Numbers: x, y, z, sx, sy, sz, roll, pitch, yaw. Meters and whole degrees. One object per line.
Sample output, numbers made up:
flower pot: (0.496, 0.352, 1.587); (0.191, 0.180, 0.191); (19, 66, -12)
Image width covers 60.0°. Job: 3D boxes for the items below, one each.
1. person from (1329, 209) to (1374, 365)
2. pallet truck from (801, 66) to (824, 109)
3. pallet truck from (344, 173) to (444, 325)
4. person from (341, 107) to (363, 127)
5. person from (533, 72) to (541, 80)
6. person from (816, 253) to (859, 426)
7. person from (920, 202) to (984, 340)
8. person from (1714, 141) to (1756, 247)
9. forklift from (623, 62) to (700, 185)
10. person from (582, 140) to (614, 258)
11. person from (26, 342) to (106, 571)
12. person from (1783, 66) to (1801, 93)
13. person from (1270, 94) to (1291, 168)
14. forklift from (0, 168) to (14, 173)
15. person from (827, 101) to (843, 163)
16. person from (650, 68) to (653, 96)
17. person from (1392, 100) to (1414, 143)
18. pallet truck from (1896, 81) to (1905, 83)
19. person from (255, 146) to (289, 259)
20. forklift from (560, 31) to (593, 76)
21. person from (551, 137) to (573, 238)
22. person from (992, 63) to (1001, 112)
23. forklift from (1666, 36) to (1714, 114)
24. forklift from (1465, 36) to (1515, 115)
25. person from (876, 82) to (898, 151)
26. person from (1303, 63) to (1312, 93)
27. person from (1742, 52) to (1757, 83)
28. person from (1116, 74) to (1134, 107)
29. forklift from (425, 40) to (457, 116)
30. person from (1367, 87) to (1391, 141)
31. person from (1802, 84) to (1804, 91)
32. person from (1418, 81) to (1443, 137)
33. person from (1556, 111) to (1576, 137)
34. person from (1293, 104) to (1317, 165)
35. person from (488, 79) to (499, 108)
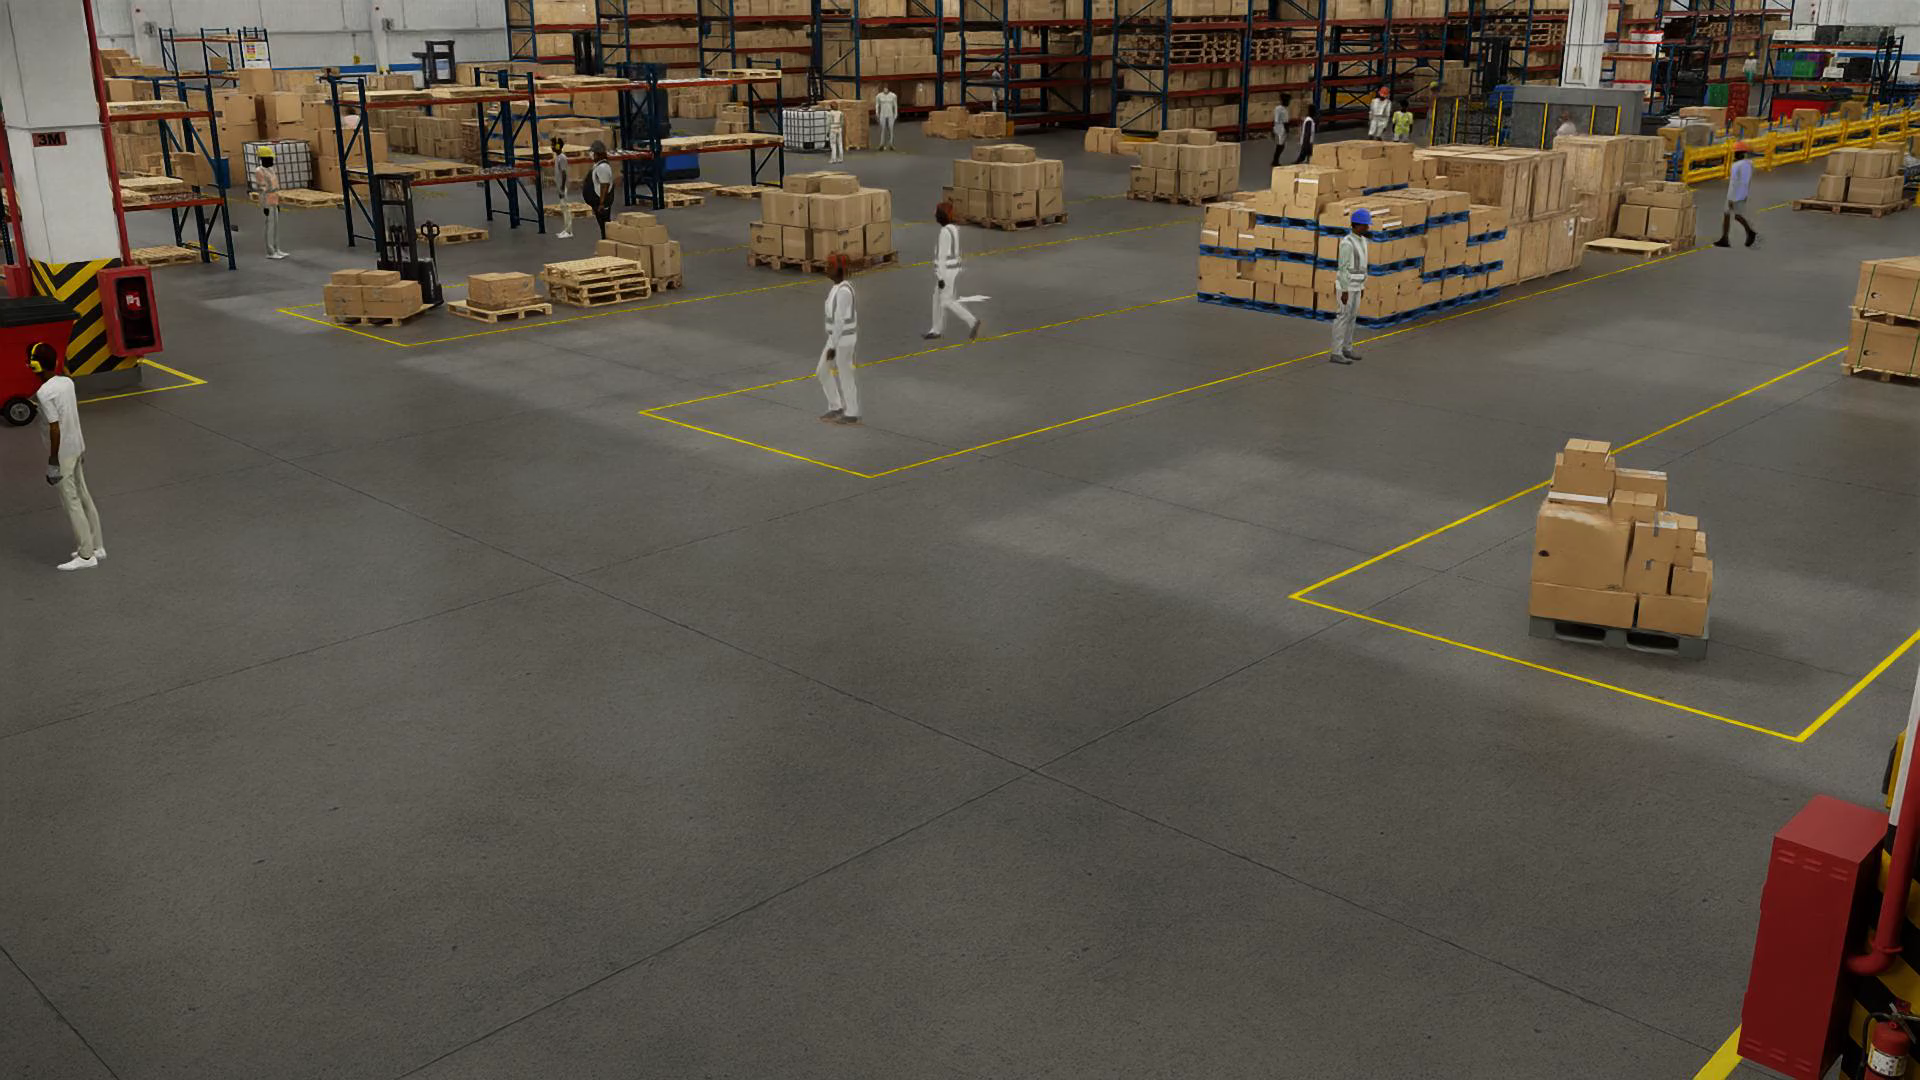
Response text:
person: (4.918, -3.174, 20.826); (0.425, 1.938, 0.604); (12, 22, 32)
pallet truck: (-4.812, -15.182, 56.903); (0.823, 1.965, 1.885); (-9, 21, -26)
pallet truck: (-8.209, -4.181, 23.757); (0.823, 1.965, 1.885); (3, 19, 9)
person: (-14.822, -9.739, 40.808); (0.664, 1.805, 0.759); (-1, 18, -2)
person: (-13.794, -14.325, 54.468); (0.682, 1.898, 0.568); (-3, 19, -10)
person: (-1.336, -2.116, 17.738); (0.571, 1.864, 0.581); (-5, 19, -16)
person: (-0.110, -3.547, 22.077); (0.815, 1.860, 0.583); (3, 19, 8)
person: (14.106, -6.232, 30.064); (0.562, 1.917, 0.679); (-9, 20, -25)
forklift: (-7.392, -10.124, 40.283); (1.129, 2.768, 1.873); (17, 25, 41)
person: (-6.267, -5.894, 28.852); (0.538, 2.000, 0.683); (-5, 19, -14)
person: (-7.225, -0.672, 13.395); (0.319, 1.865, 0.521); (-2, 18, -5)
person: (33.894, -18.673, 67.655); (1.010, 1.847, 0.666); (-12, 22, -32)
person: (8.313, -10.615, 43.254); (0.462, 1.940, 0.680); (-4, 19, -11)
forklift: (-24.914, -10.604, 41.730); (1.129, 2.768, 1.873); (17, 25, 41)
person: (-3.365, -10.986, 44.816); (0.512, 1.642, 0.312); (-15, 23, -38)
person: (-11.900, -17.515, 64.401); (0.534, 1.697, 0.322); (-17, 25, -41)
person: (11.791, -10.851, 44.342); (0.552, 1.671, 0.683); (4, 19, 12)
pallet truck: (34.802, -16.331, 61.455); (0.653, 1.274, 1.630); (17, 25, 41)
person: (-11.998, -5.872, 28.964); (0.377, 1.923, 0.595); (-1, 18, -3)
forklift: (-15.607, -19.587, 68.793); (1.129, 2.768, 1.873); (17, 25, 41)
person: (-7.523, -6.642, 31.374); (0.312, 1.869, 0.537); (-5, 19, -13)
person: (1.339, -16.362, 60.551); (0.373, 1.940, 0.628); (2, 19, 7)
forklift: (27.341, -17.291, 61.877); (1.129, 2.768, 1.873); (17, 25, 41)
forklift: (19.973, -17.201, 61.605); (1.873, 2.768, 1.129); (16, 24, 40)
person: (-2.123, -12.282, 48.261); (0.631, 1.936, 0.362); (-1, 18, -3)
person: (14.216, -18.698, 68.065); (0.279, 1.631, 0.504); (16, 24, 40)
person: (36.345, -21.572, 76.601); (0.527, 1.718, 0.923); (17, 25, 41)
person: (5.522, -14.442, 54.746); (0.994, 1.942, 0.644); (-15, 24, -38)
forklift: (-17.704, -15.690, 57.052); (1.873, 2.768, 1.129); (17, 25, 41)
person: (11.322, -11.273, 45.152); (0.670, 1.977, 0.947); (12, 22, 31)
person: (31.630, -16.809, 62.125); (0.594, 1.801, 0.783); (-10, 21, -28)
person: (15.040, -13.670, 52.772); (0.898, 1.726, 0.523); (-12, 22, -31)
person: (13.772, -8.899, 38.191); (0.653, 1.855, 0.964); (-17, 25, -41)
person: (8.437, -9.621, 40.355); (0.992, 1.874, 0.608); (4, 19, 11)
person: (-15.364, -14.348, 54.862); (0.449, 1.685, 0.548); (8, 20, 24)
